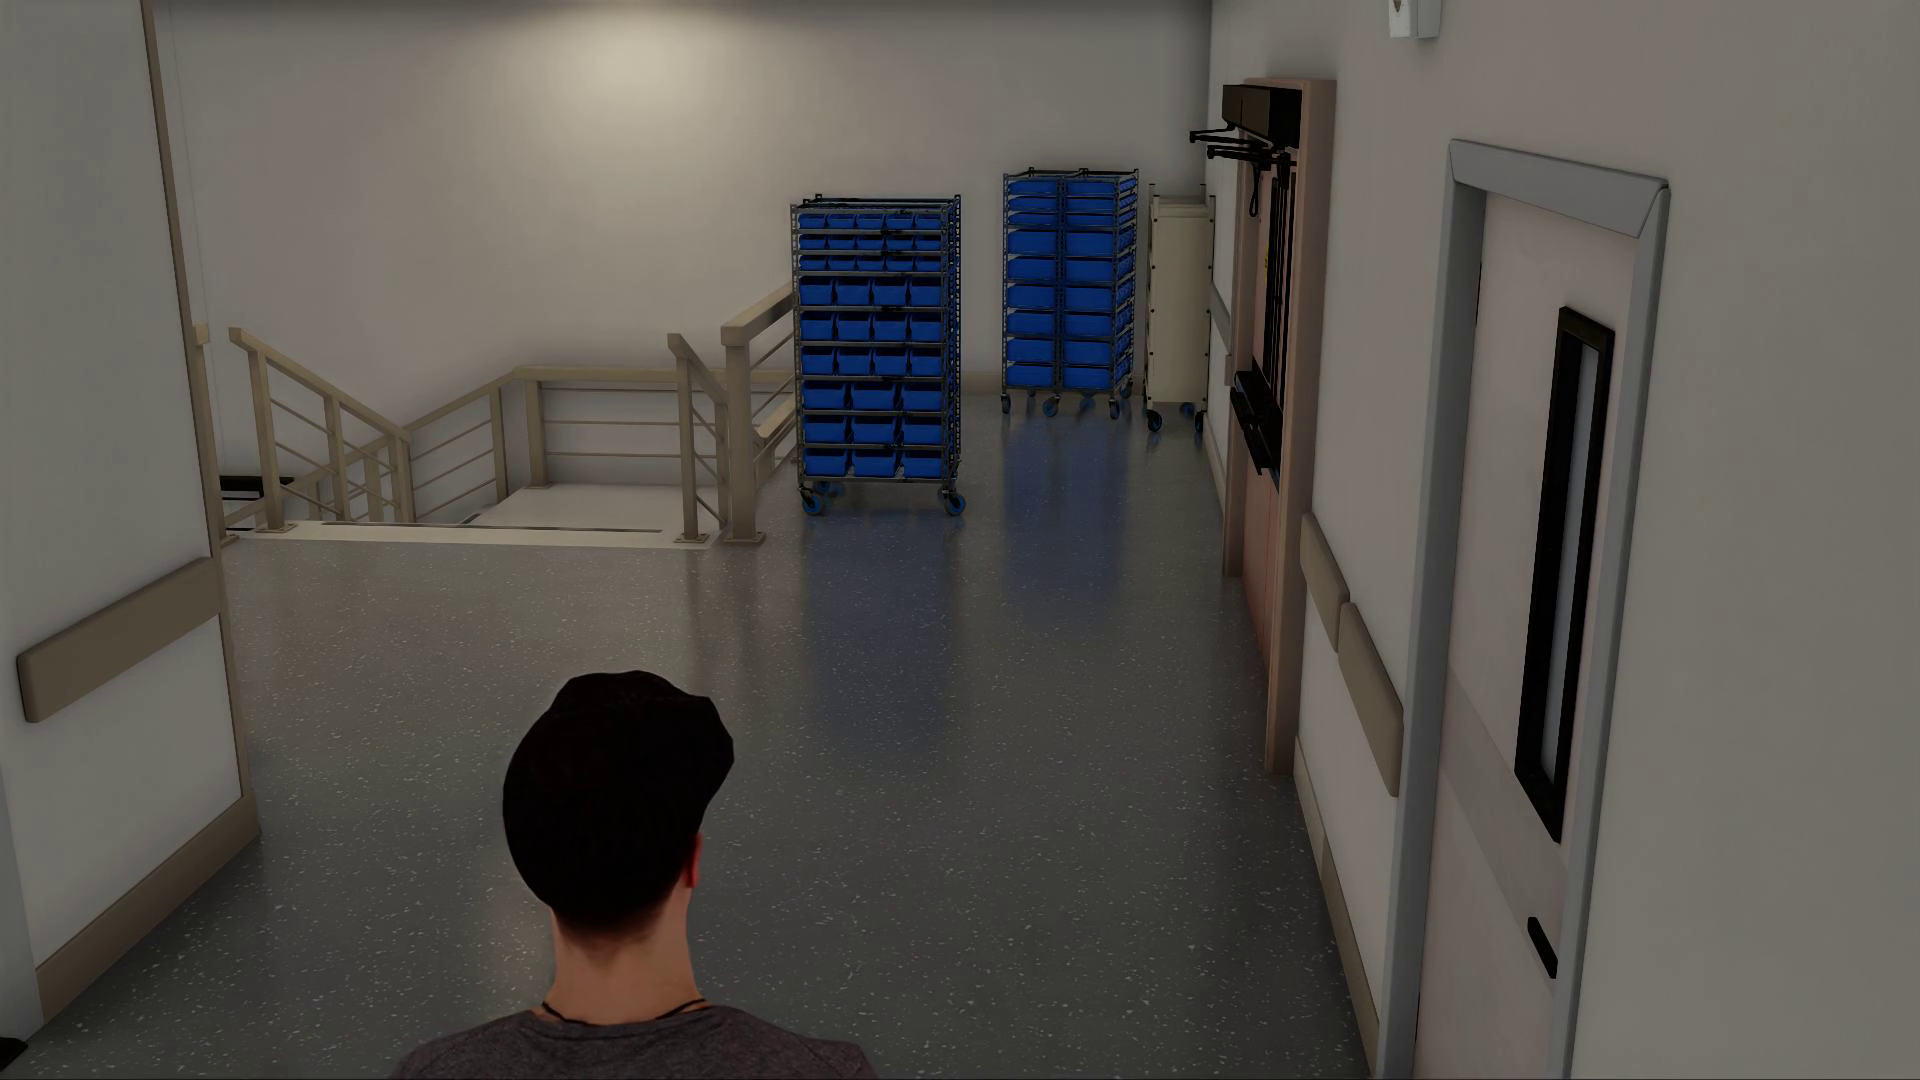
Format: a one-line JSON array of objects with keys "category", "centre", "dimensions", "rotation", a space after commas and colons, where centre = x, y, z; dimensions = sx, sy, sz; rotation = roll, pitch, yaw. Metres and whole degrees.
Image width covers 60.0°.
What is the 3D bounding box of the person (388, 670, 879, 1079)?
[{"category": "person", "centre": [-0.306, 1.057, 1.734], "dimensions": [0.707, 1.904, 0.624], "rotation": [-1, 16, -3]}]
